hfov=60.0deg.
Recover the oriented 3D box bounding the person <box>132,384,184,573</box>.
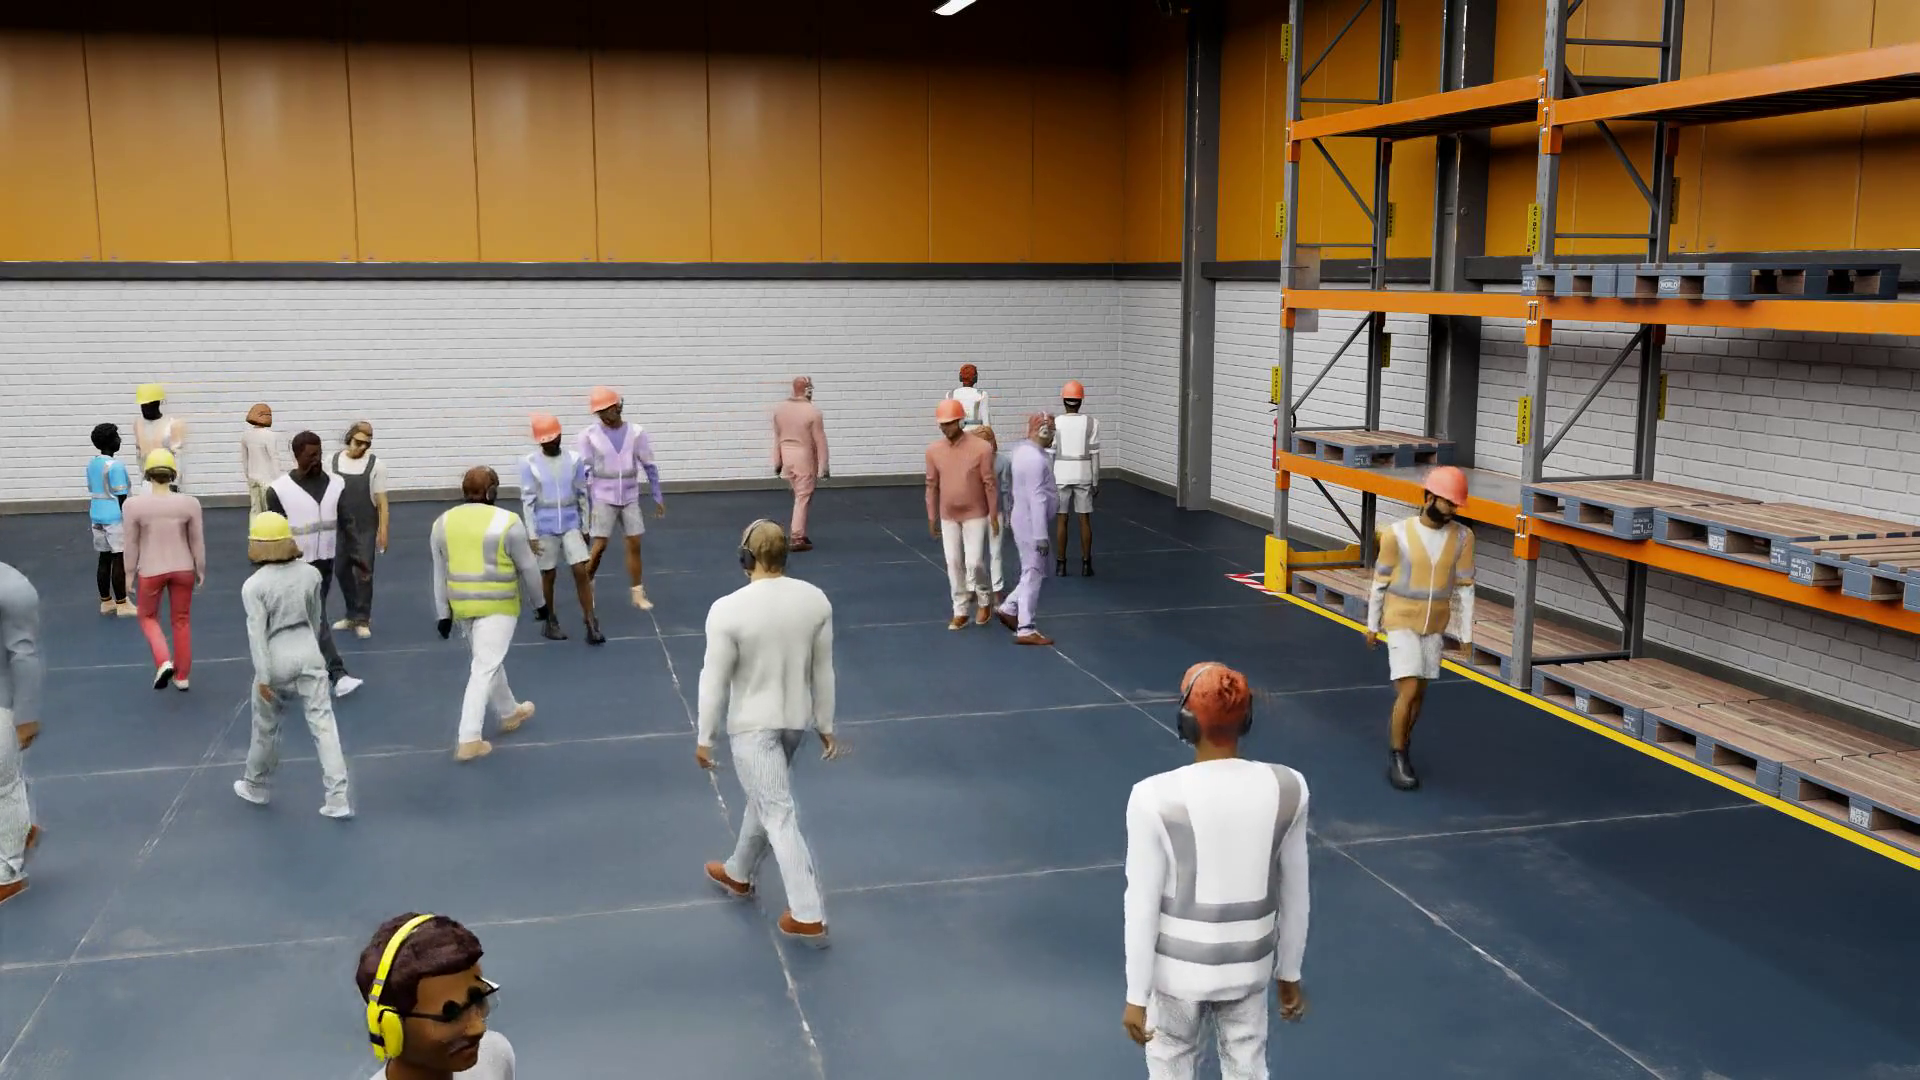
[{"bbox_3d":[-8.002,-0.595,16.501,0.603,1.888,0.906,2,9,11],"label":"person"}]

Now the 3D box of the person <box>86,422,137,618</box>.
[{"bbox_3d":[-7.361,-0.172,14.457,0.535,1.700,0.318,7,11,35],"label":"person"}]

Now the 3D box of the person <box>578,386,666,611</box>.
[{"bbox_3d":[-3.012,-0.367,14.727,0.783,2.018,0.512,-4,10,-26],"label":"person"}]

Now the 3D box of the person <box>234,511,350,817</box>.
[{"bbox_3d":[-3.712,0.678,9.187,0.928,1.690,0.492,7,12,39],"label":"person"}]

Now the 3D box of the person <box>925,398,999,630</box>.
[{"bbox_3d":[0.003,-0.206,13.852,0.642,1.964,0.542,4,10,22],"label":"person"}]

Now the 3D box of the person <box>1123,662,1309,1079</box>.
[{"bbox_3d":[0.778,1.290,4.872,0.585,1.861,0.799,-2,9,-15],"label":"person"}]

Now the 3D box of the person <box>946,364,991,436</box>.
[{"bbox_3d":[0.105,-1.201,20.308,0.577,1.883,0.353,3,10,17],"label":"person"}]

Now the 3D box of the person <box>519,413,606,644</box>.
[{"bbox_3d":[-3.205,-0.077,13.312,0.578,1.882,0.822,-5,10,-28],"label":"person"}]

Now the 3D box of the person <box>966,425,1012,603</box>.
[{"bbox_3d":[0.221,-0.234,15.079,0.493,1.624,0.280,0,9,-1],"label":"person"}]

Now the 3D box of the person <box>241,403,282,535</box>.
[{"bbox_3d":[-7.297,-0.617,17.435,0.497,1.633,0.279,5,10,27],"label":"person"}]

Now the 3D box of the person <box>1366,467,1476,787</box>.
[{"bbox_3d":[2.680,0.497,9.671,0.559,1.887,0.712,-1,9,-8],"label":"person"}]

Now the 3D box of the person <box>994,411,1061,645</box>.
[{"bbox_3d":[0.587,-0.095,13.390,0.448,1.887,0.675,0,9,-1],"label":"person"}]

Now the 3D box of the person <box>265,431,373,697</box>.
[{"bbox_3d":[-4.522,0.168,11.784,0.985,1.867,0.616,5,11,31],"label":"person"}]

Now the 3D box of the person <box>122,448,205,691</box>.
[{"bbox_3d":[-5.648,0.223,11.828,0.540,1.751,0.388,-6,11,-35],"label":"person"}]

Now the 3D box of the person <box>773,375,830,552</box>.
[{"bbox_3d":[-1.654,-0.831,17.965,0.678,1.887,0.665,7,11,36],"label":"person"}]

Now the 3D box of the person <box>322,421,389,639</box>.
[{"bbox_3d":[-4.950,-0.093,13.665,0.593,1.802,0.605,0,9,-1],"label":"person"}]

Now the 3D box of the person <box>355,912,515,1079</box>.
[{"bbox_3d":[-0.929,1.571,3.072,0.380,1.860,0.546,5,10,27],"label":"person"}]

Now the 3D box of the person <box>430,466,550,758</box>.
[{"bbox_3d":[-2.965,0.425,10.487,0.632,1.786,0.984,3,10,20],"label":"person"}]

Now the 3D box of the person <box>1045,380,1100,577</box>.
[{"bbox_3d":[1.099,-0.599,16.380,0.547,1.938,0.377,0,9,0],"label":"person"}]

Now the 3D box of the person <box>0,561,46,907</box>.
[{"bbox_3d":[-4.572,0.778,7.808,0.652,1.926,0.468,2,9,15],"label":"person"}]

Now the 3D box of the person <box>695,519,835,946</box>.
[{"bbox_3d":[-0.904,0.838,7.589,0.647,1.885,1.009,-8,12,-42],"label":"person"}]
